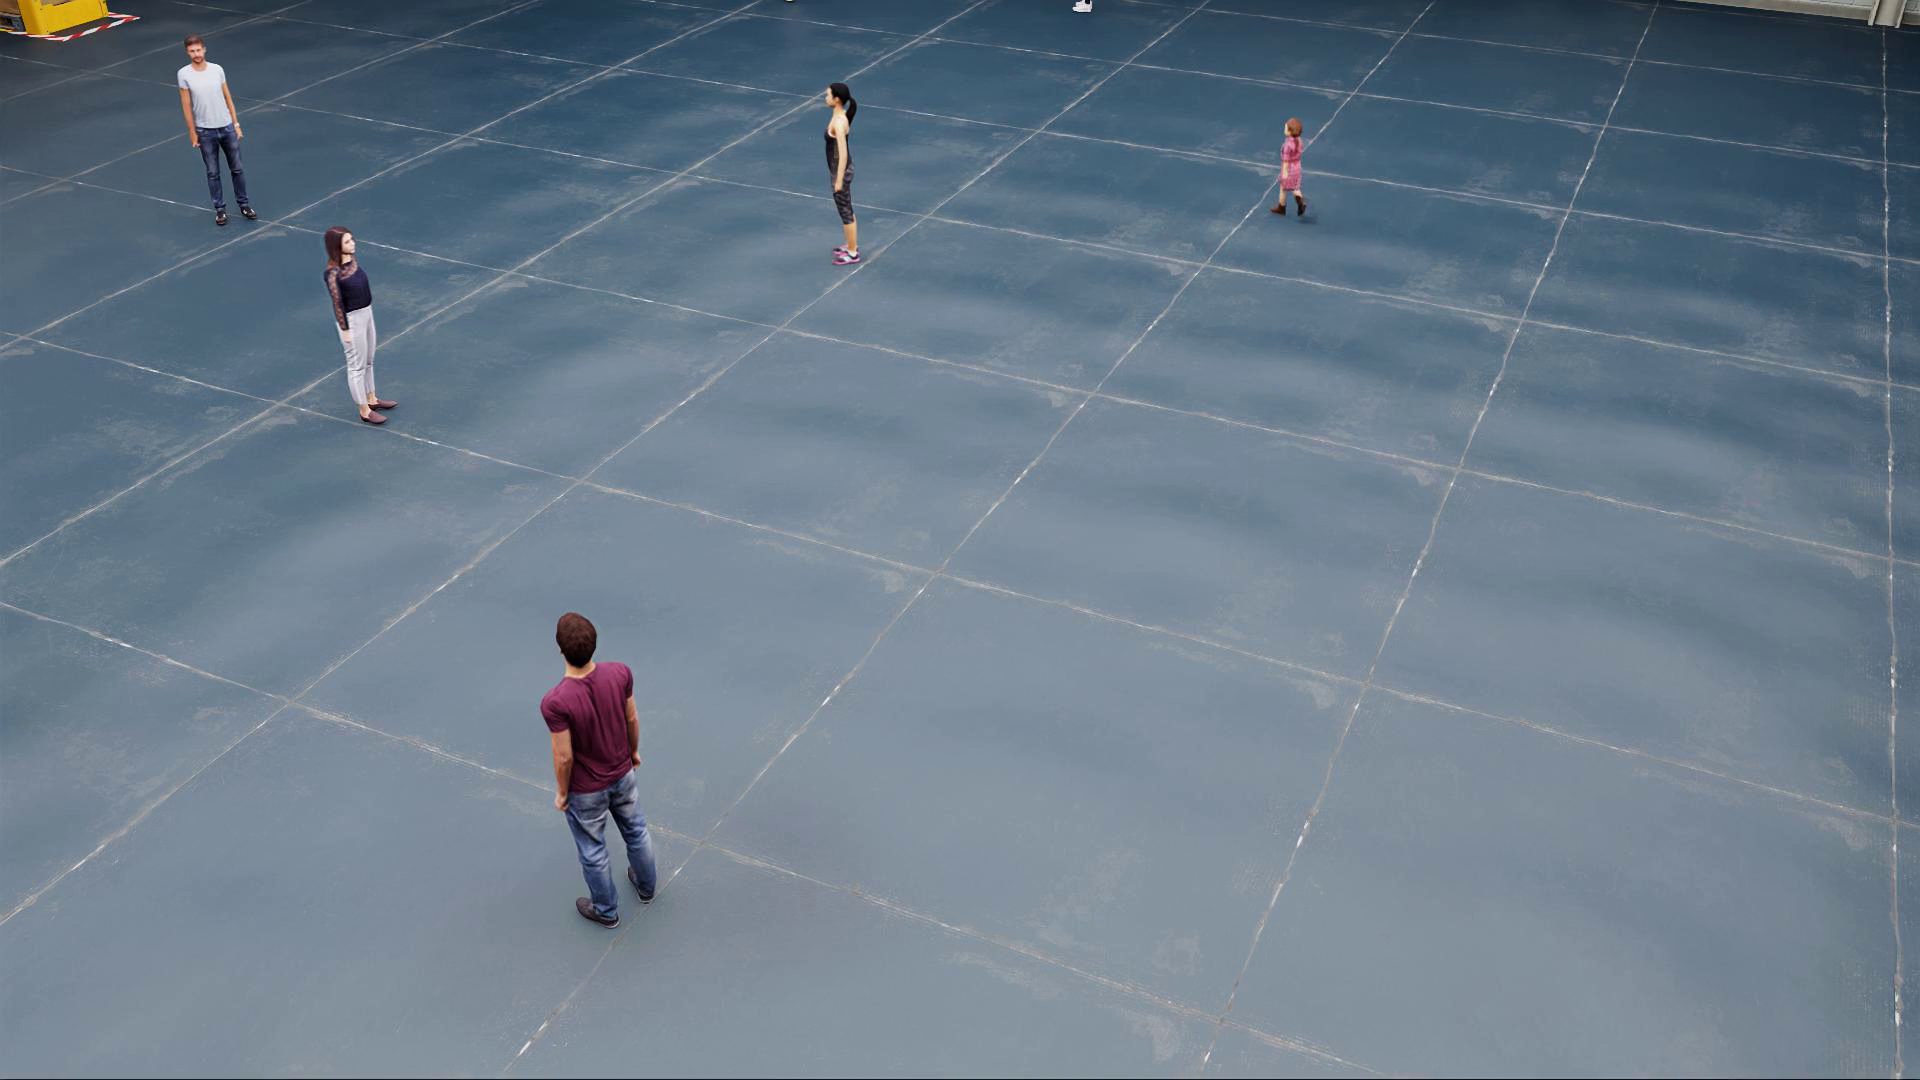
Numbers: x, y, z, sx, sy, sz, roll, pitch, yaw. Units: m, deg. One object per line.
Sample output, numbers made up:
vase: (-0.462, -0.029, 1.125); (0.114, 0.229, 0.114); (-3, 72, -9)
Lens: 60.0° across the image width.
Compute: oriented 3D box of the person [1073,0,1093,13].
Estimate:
person: (1.806, -8.396, 23.564); (0.584, 1.743, 0.604); (9, 33, 14)

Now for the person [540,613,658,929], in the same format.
person: (-1.805, 1.157, 8.317); (0.727, 1.854, 0.696); (-27, 41, -35)

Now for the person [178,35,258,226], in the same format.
person: (-7.472, -4.124, 16.678); (0.722, 1.866, 0.721); (-19, 37, -28)

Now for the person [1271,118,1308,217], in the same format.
person: (3.398, -3.777, 16.923); (0.550, 1.016, 0.686); (-28, 42, -37)

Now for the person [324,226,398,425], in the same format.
person: (-4.734, -1.704, 13.083); (0.652, 1.607, 0.671); (1, 32, 1)

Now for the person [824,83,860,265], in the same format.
person: (-1.110, -3.482, 15.788); (0.664, 1.728, 0.654); (0, 32, -1)
